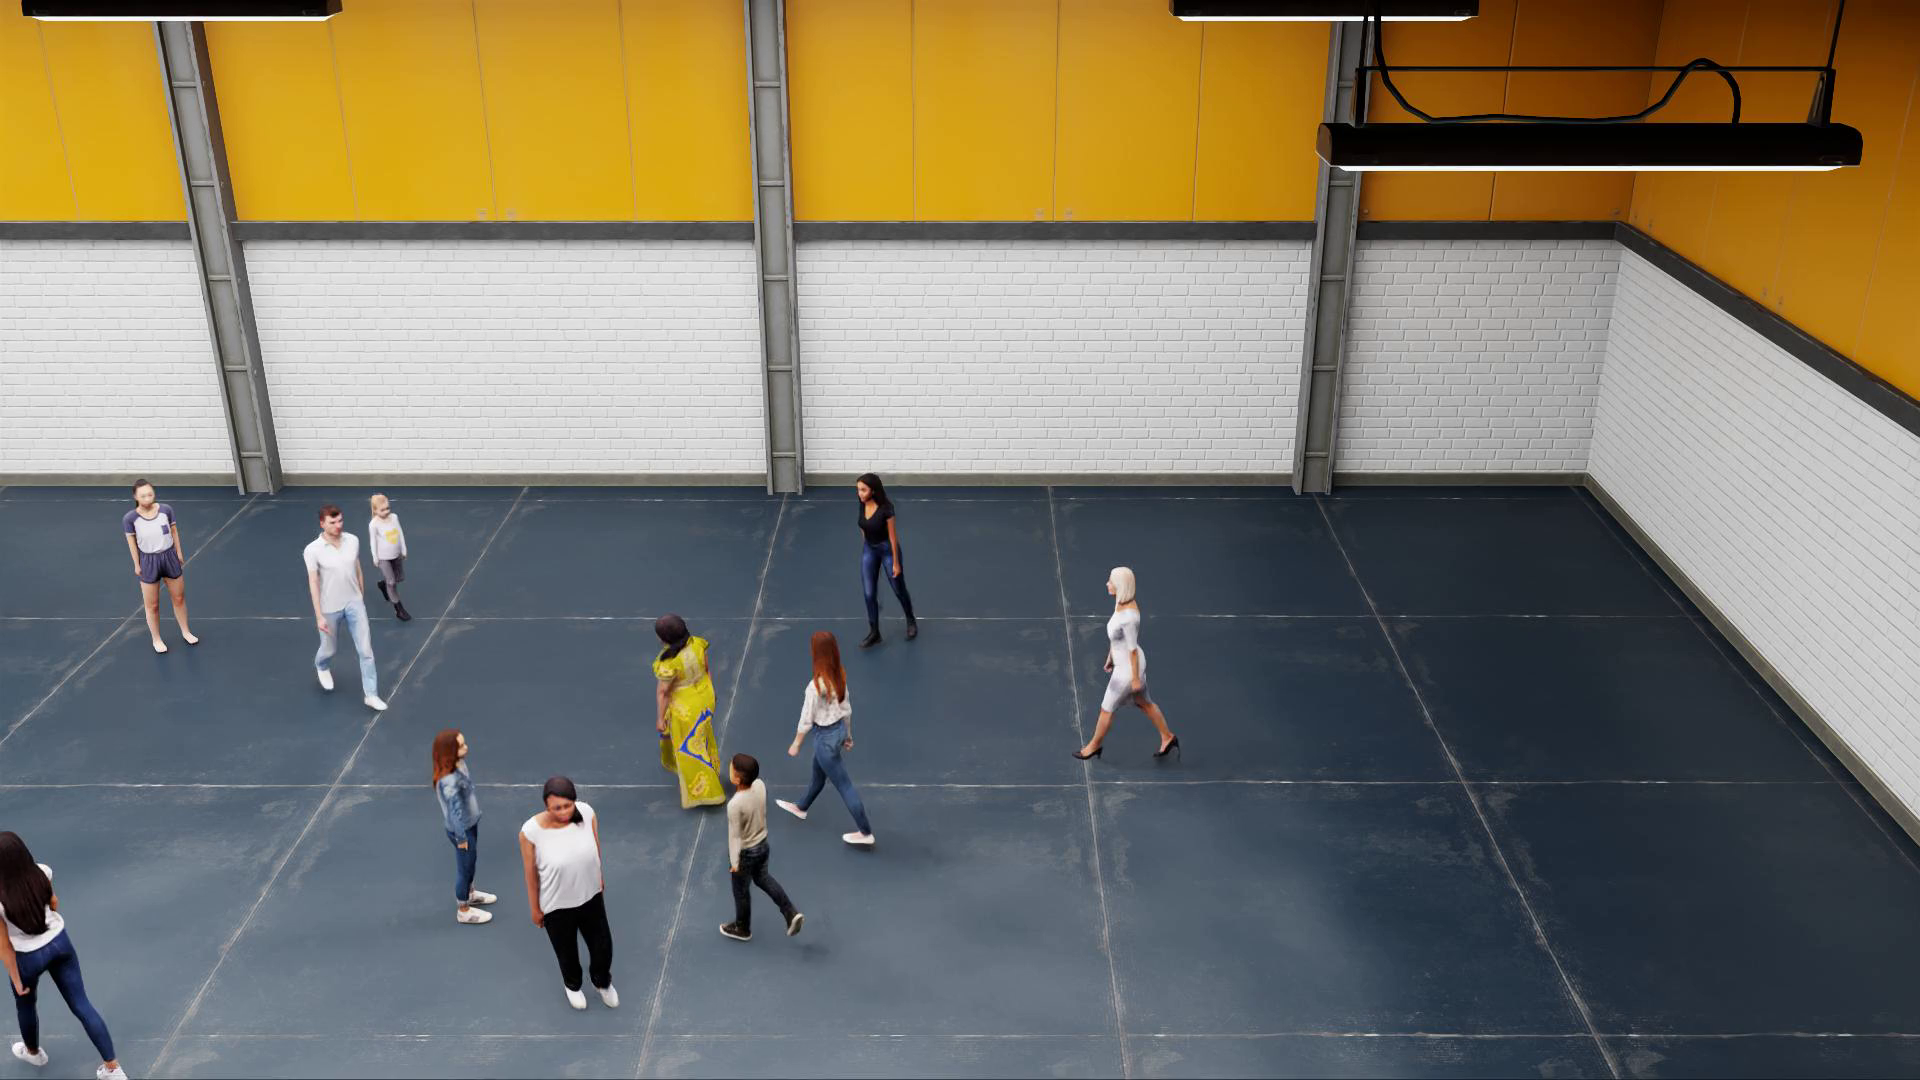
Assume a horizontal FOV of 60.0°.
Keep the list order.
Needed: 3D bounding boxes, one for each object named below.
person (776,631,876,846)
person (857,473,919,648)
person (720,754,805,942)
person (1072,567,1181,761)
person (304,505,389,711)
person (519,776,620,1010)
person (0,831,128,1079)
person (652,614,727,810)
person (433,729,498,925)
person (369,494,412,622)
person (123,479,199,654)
[{"bbox_3d":[-0.877,1.497,12.169,1.189,1.680,0.880,9,25,21],"label":"person"},{"bbox_3d":[-0.668,0.154,15.224,0.945,1.695,0.916,12,26,26],"label":"person"},{"bbox_3d":[-1.348,2.081,11.120,0.932,1.450,0.795,13,27,27],"label":"person"},{"bbox_3d":[1.419,1.032,13.203,1.092,1.704,0.586,1,24,2],"label":"person"},{"bbox_3d":[-5.320,0.558,14.145,1.156,1.817,1.190,-20,30,-38],"label":"person"},{"bbox_3d":[-2.493,2.199,10.565,0.794,1.680,0.877,-14,27,-29],"label":"person"},{"bbox_3d":[-5.338,2.502,9.806,1.212,1.732,0.997,13,27,28],"label":"person"},{"bbox_3d":[-2.013,1.301,12.685,1.148,1.625,1.061,20,30,38],"label":"person"},{"bbox_3d":[-3.428,1.947,11.398,0.557,1.474,0.599,-5,24,-10],"label":"person"},{"bbox_3d":[-5.471,0.136,15.806,0.855,1.261,0.748,15,28,30],"label":"person"},{"bbox_3d":[-7.303,0.220,15.134,0.640,1.646,0.718,-19,30,-36],"label":"person"}]
